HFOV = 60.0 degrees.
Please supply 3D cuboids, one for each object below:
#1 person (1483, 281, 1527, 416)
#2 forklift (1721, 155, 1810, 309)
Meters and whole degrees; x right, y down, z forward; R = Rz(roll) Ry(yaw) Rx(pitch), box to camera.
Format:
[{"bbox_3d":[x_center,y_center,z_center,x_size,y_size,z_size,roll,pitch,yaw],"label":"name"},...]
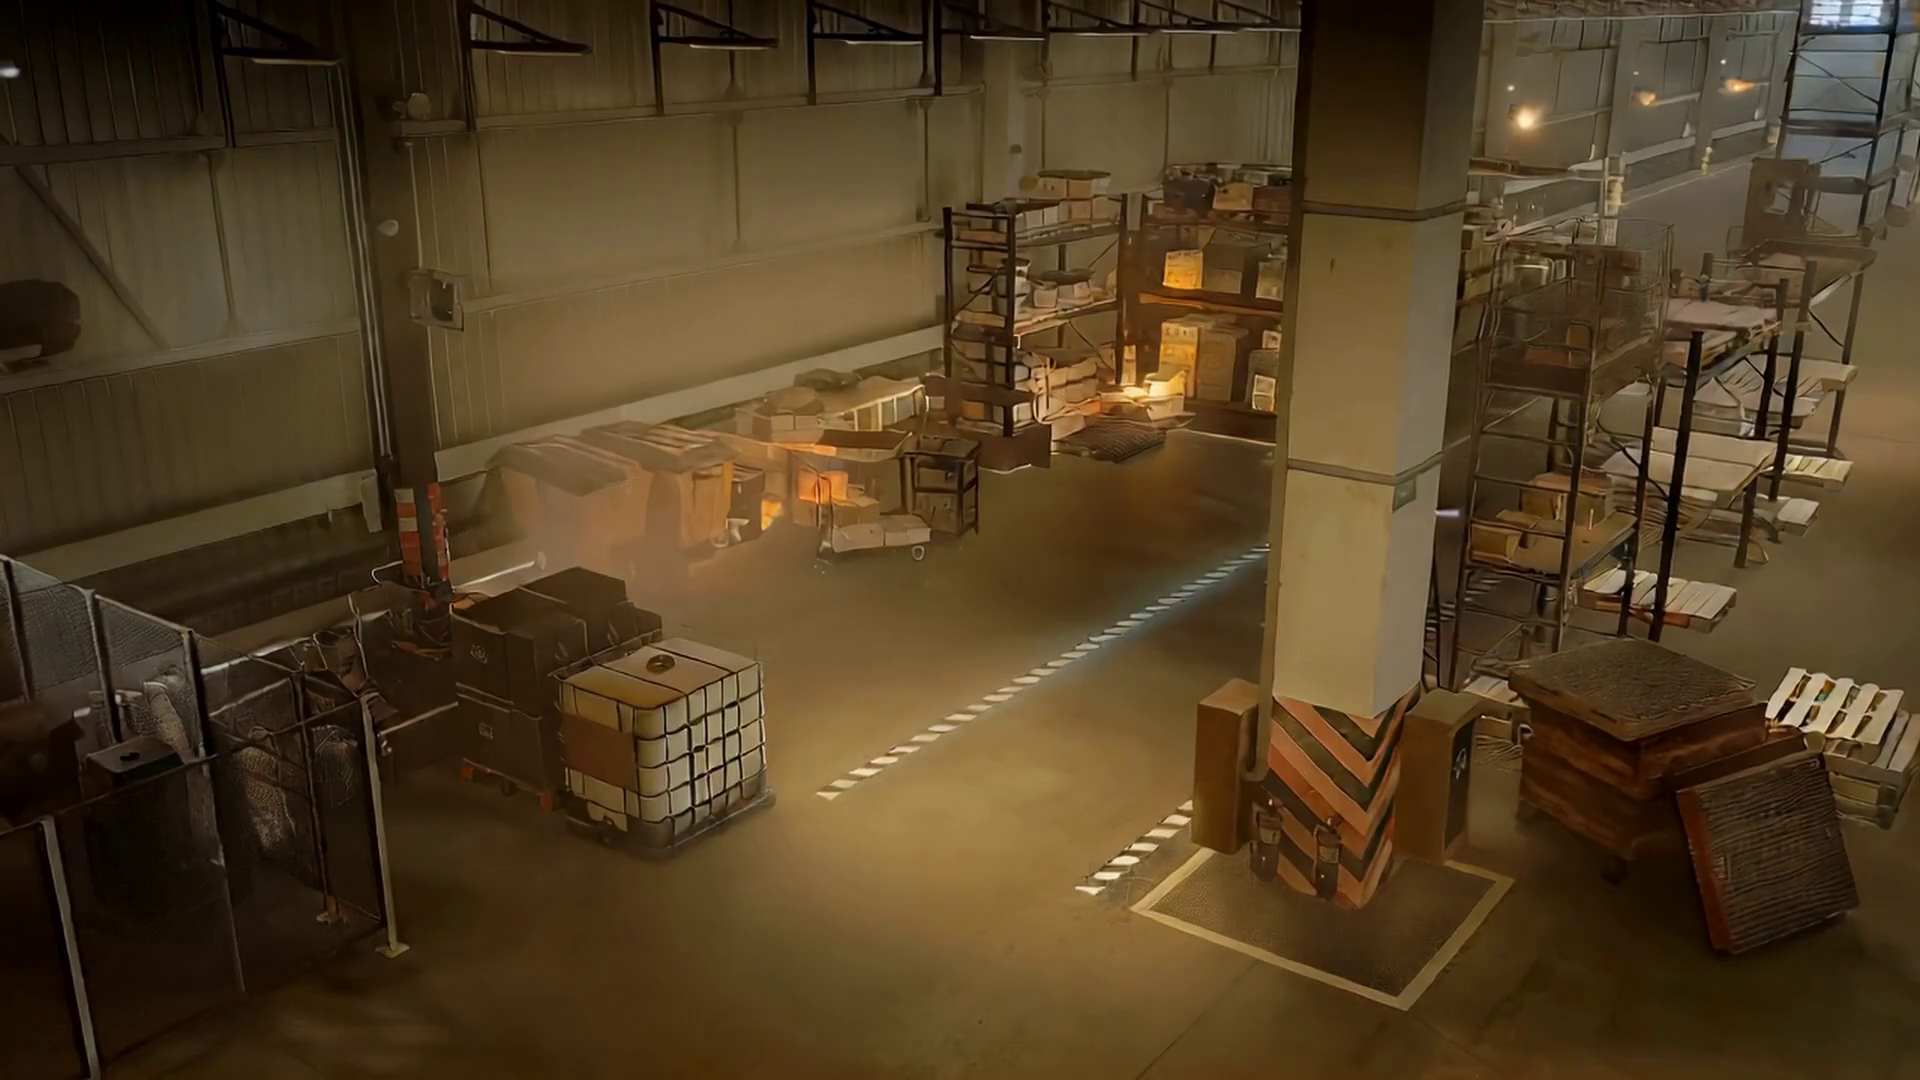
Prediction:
[{"bbox_3d":[7.632,-2.683,23.351,0.533,1.924,0.664,1,18,5],"label":"person"},{"bbox_3d":[15.372,-5.853,31.532,1.129,2.768,1.873,13,22,34],"label":"forklift"}]
